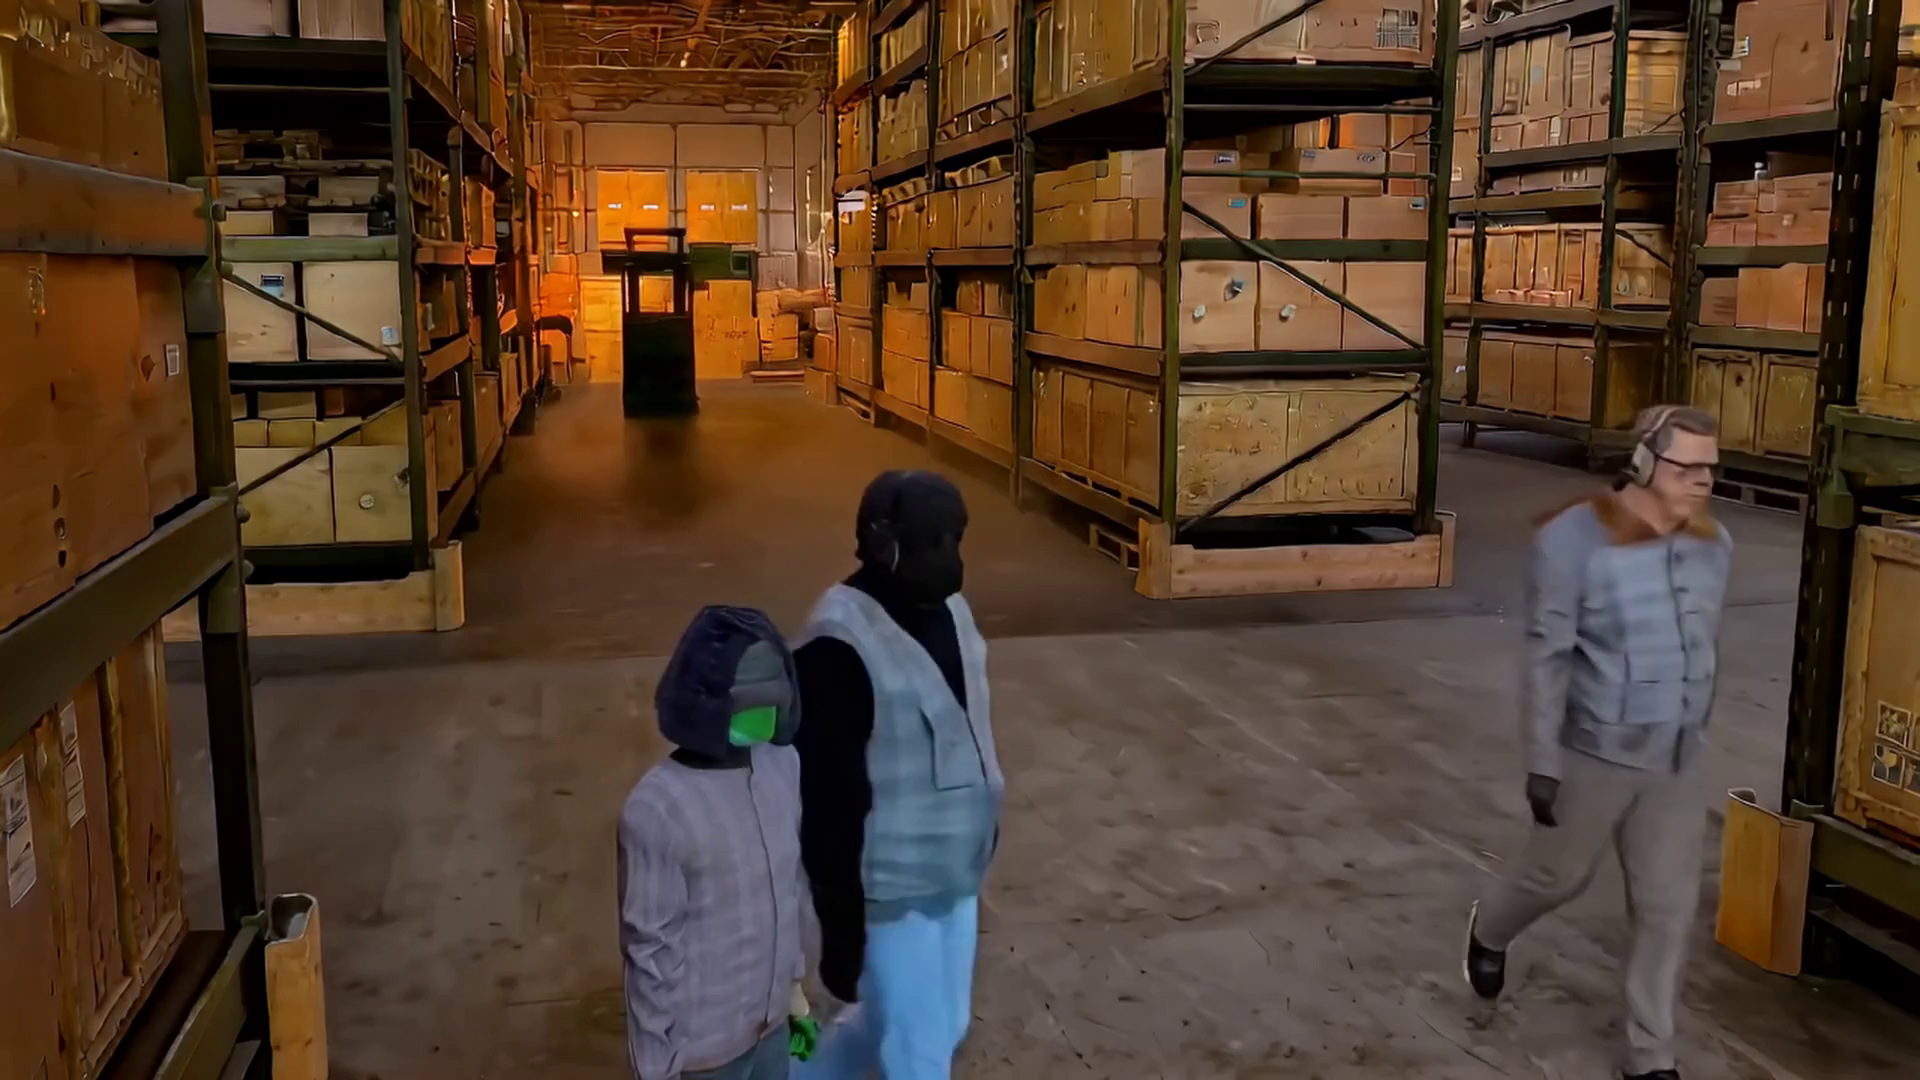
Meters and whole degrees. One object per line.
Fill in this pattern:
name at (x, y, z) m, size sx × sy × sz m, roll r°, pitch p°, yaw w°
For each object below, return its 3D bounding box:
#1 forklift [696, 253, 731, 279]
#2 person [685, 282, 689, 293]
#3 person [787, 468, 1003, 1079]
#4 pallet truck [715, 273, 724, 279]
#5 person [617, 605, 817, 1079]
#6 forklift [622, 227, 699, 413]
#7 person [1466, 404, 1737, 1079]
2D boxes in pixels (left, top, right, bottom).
forklift at (-6.403, -6.321, 43.352) m, size 1.129 × 2.768 × 1.873 m, roll -2°, pitch 10°, yaw -12°
person at (-9.918, -8.549, 60.601) m, size 0.626 × 1.682 × 0.540 m, roll 7°, pitch 12°, yaw 37°
person at (-0.194, 0.730, 3.655) m, size 0.689 × 1.811 × 0.632 m, roll 5°, pitch 10°, yaw 27°
pallet truck at (-8.580, -8.986, 62.280) m, size 1.885 × 1.965 × 0.823 m, roll 1°, pitch 9°, yaw 5°
person at (-0.419, 0.918, 3.022) m, size 0.276 × 1.631 × 0.507 m, roll 4°, pitch 10°, yaw 25°
forklift at (-4.688, -3.430, 25.730) m, size 1.129 × 2.768 × 1.873 m, roll -2°, pitch 10°, yaw -12°
person at (1.767, 0.548, 4.561) m, size 0.651 × 1.870 × 0.851 m, roll -2°, pitch 9°, yaw -9°
